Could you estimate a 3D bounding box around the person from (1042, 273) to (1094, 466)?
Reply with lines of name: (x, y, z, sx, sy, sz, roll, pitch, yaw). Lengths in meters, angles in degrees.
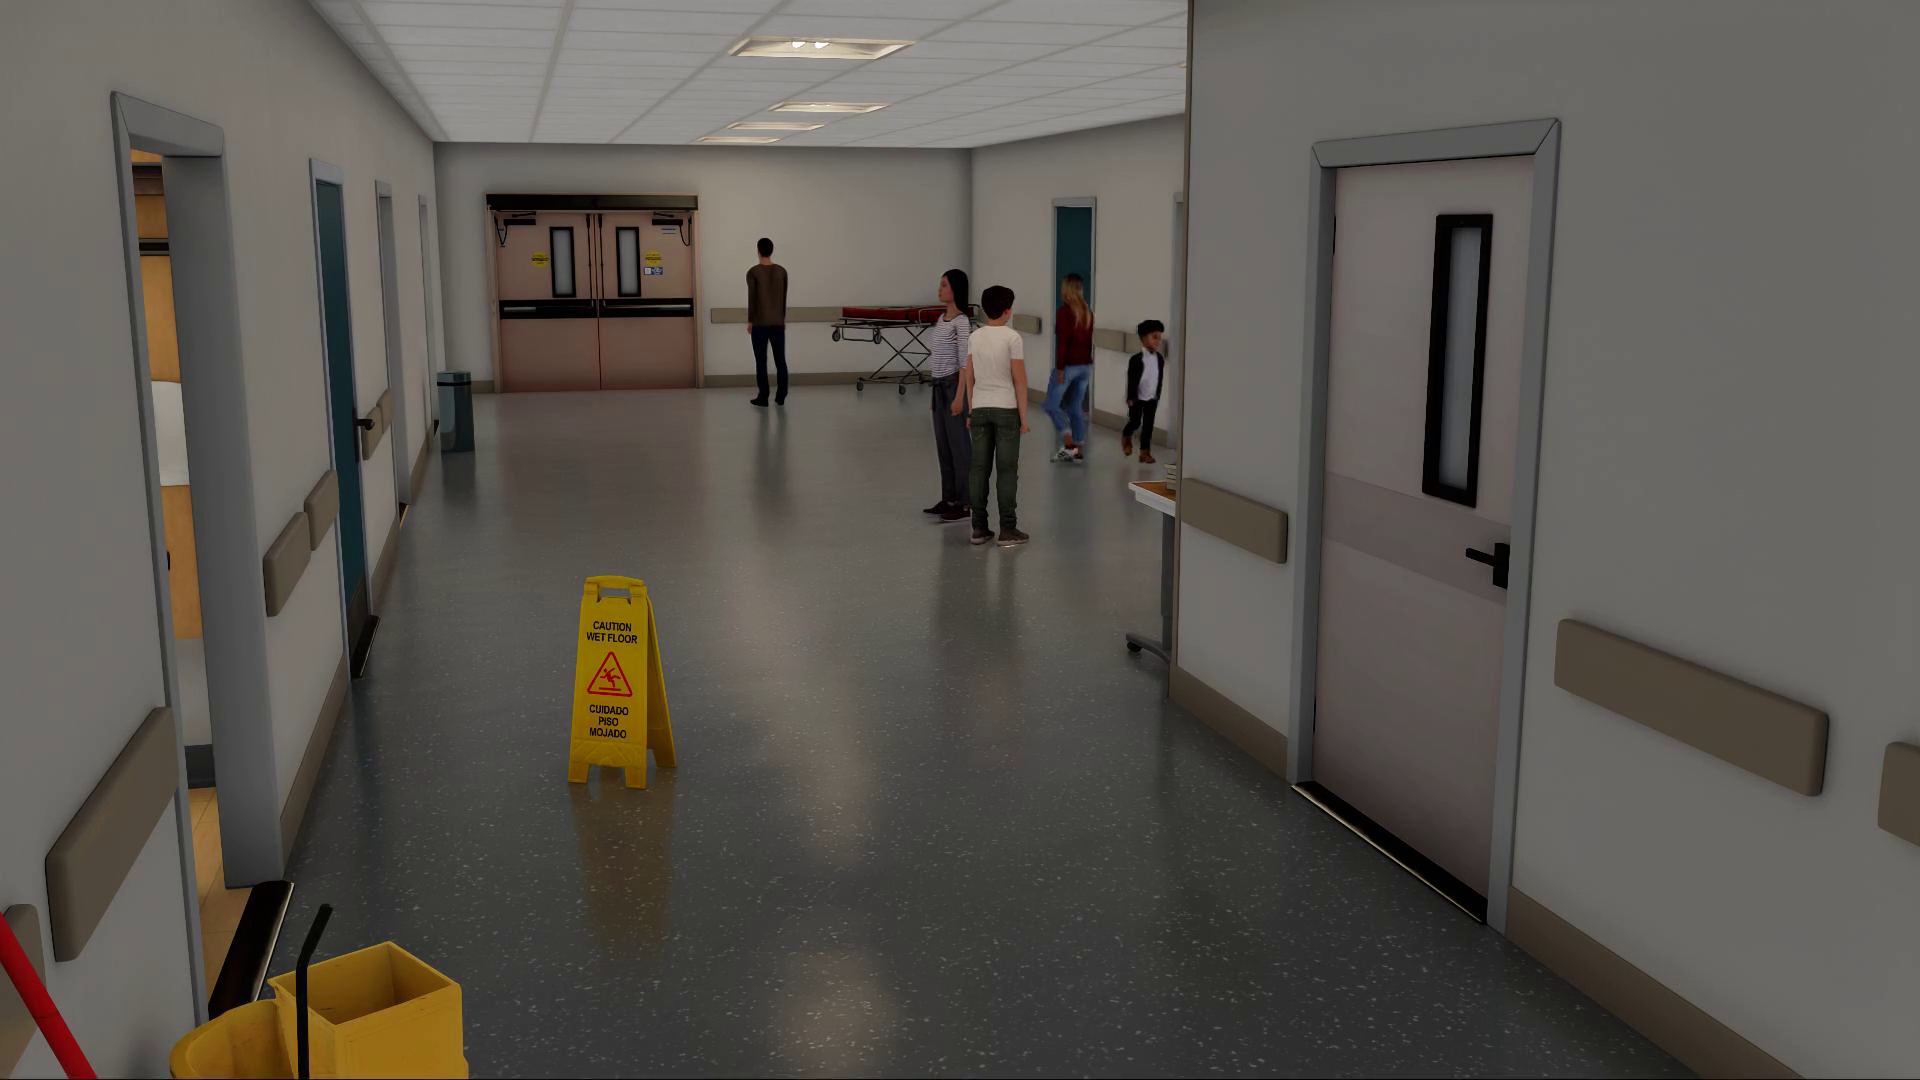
person: (1.023, -1.431, 14.081, 0.741, 1.614, 0.718, 9, 14, 40)

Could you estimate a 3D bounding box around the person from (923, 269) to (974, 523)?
person: (-0.046, -1.000, 11.491, 0.692, 1.733, 0.511, -5, 12, -24)

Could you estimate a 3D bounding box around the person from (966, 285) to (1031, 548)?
person: (0.224, -0.800, 10.654, 0.667, 1.653, 0.719, 6, 12, 27)

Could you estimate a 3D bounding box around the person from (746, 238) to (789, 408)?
person: (-2.171, -2.467, 18.804, 0.715, 1.888, 0.677, -7, 13, -31)

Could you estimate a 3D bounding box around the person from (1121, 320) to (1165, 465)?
person: (1.534, -1.261, 14.160, 0.574, 1.211, 0.754, -4, 12, -22)
